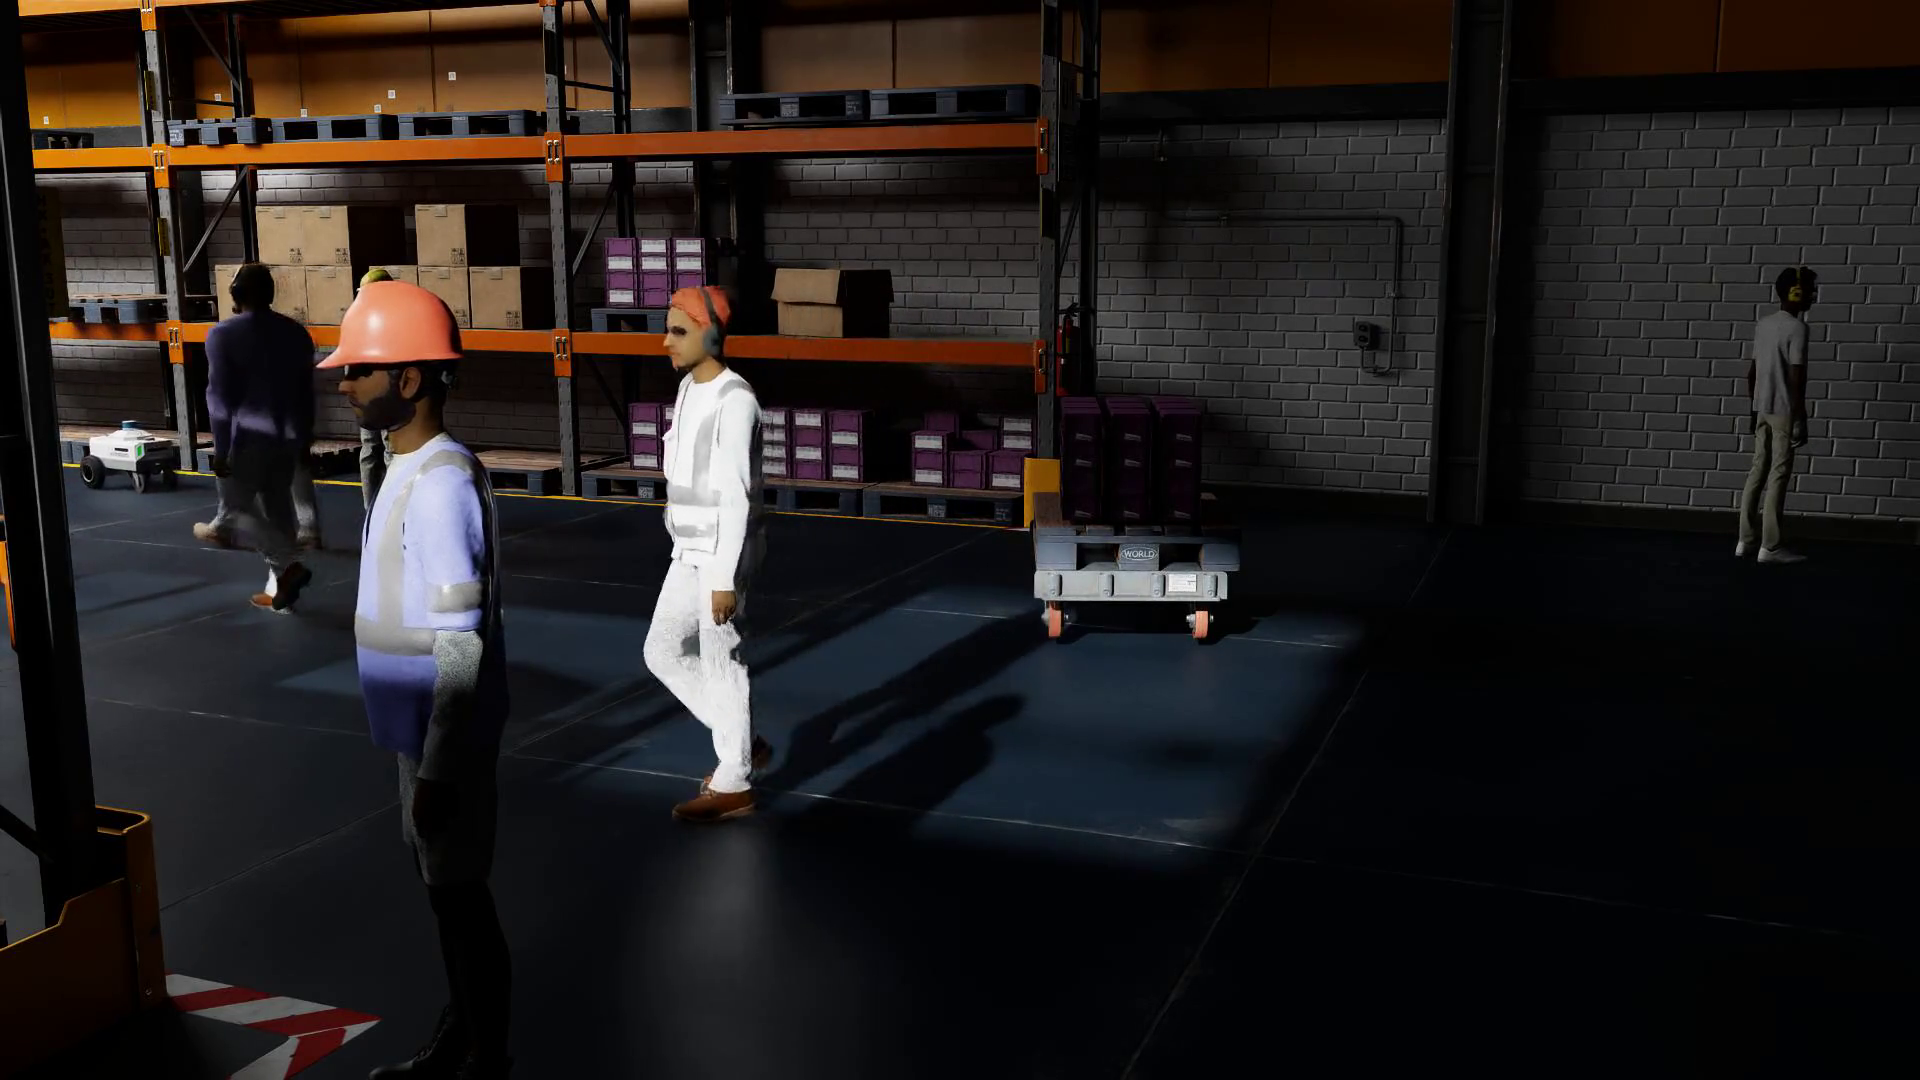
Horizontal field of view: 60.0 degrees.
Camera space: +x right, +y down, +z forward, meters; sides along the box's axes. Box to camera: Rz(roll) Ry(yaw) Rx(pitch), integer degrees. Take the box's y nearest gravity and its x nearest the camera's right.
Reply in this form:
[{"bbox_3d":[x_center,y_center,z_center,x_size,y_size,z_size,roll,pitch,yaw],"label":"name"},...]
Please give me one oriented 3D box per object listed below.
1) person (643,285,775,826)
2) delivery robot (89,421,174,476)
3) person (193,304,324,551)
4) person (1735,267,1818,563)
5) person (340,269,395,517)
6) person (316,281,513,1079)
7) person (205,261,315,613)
[{"bbox_3d":[-0.873,0.069,5.716,0.411,1.873,0.586,-5,11,-27],"label":"person"},{"bbox_3d":[-6.795,-0.736,13.641,0.707,0.478,0.477,6,12,30],"label":"delivery robot"},{"bbox_3d":[-4.605,-0.812,10.873,0.941,1.790,0.653,3,11,19],"label":"person"},{"bbox_3d":[5.192,-0.787,10.541,0.315,1.863,0.526,-1,10,-7],"label":"person"},{"bbox_3d":[-4.021,-0.969,11.640,0.588,1.833,0.404,5,12,28],"label":"person"},{"bbox_3d":[-1.187,0.404,3.697,0.357,1.938,0.543,-5,11,-24],"label":"person"},{"bbox_3d":[-3.718,-0.531,8.945,0.513,1.919,0.644,6,12,30],"label":"person"}]
